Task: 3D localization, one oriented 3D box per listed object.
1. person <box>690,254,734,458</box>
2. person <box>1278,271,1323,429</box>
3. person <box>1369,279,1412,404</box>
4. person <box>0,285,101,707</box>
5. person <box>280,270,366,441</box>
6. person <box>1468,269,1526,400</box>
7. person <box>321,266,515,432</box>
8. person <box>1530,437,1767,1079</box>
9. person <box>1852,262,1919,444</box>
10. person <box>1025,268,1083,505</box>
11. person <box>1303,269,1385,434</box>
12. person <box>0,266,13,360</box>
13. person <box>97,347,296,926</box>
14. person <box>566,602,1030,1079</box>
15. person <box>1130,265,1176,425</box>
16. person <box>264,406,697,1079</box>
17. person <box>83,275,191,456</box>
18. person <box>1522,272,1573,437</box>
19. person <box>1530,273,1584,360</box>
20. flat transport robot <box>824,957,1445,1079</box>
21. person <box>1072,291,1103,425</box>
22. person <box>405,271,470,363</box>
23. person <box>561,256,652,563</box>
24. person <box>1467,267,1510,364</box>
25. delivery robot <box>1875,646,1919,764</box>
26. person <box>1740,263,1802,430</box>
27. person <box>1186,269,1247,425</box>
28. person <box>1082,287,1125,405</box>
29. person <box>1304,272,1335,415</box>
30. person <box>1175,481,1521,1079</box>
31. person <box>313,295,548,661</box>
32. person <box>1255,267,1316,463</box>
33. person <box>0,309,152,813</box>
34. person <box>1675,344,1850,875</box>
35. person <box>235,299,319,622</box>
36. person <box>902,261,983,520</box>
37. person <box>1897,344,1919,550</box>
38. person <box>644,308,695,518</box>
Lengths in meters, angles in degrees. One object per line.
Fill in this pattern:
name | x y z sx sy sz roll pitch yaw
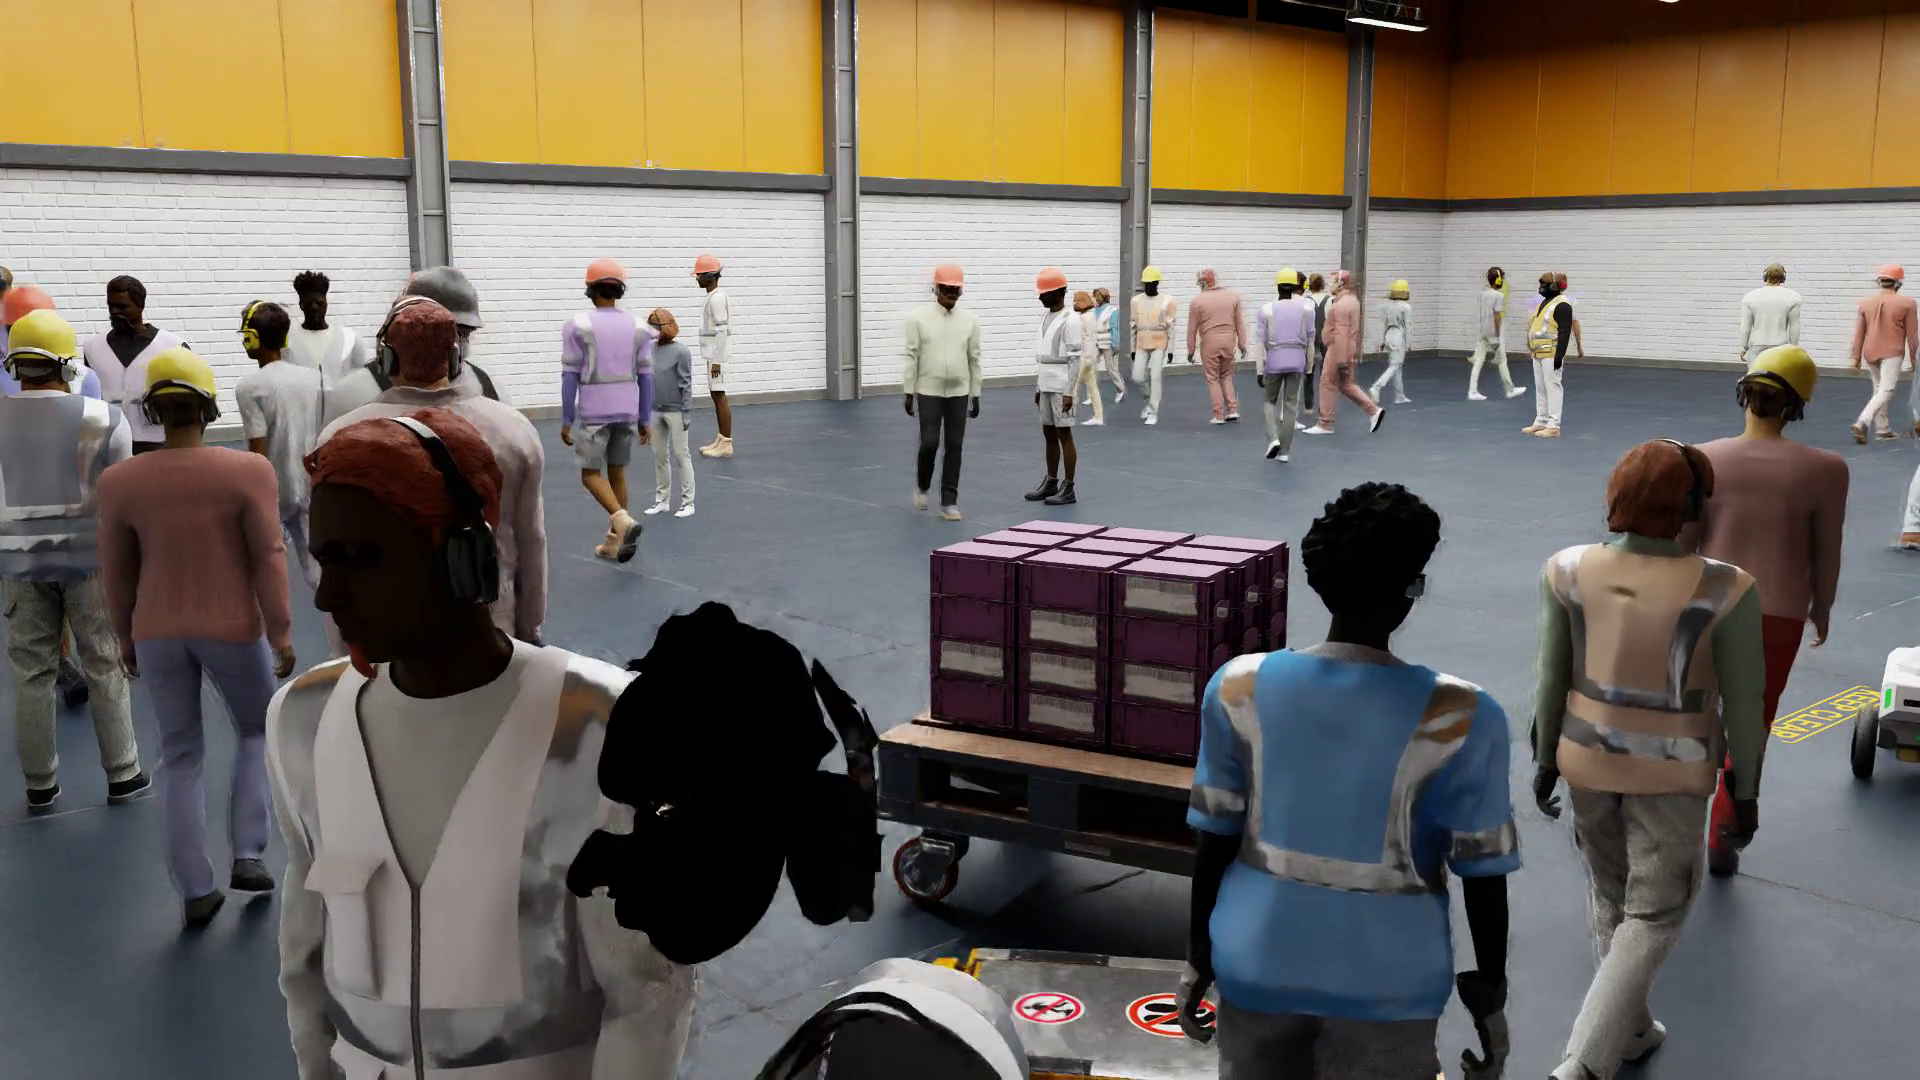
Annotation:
person | -2.498 -1.846 16.747 0.395 2.038 0.615 -2 10 -12
person | 3.973 -2.214 19.489 0.498 1.843 0.549 -9 13 -42
person | 5.919 -2.706 22.753 0.789 1.715 0.491 -6 11 -30
person | -4.137 -0.204 7.583 0.565 1.882 0.975 -9 13 -42
person | -4.062 -0.739 10.566 0.611 1.943 0.805 -5 11 -27
person | 7.570 -2.886 23.448 0.946 1.825 0.560 -4 10 -22
person | -1.897 0.014 5.857 0.695 2.000 0.932 -8 12 -39
person | 1.575 0.565 3.898 0.779 1.608 0.526 -9 14 -44
person | 9.974 -2.015 17.999 0.956 1.966 0.608 -6 11 -30
person | 0.763 -1.247 13.573 0.374 1.927 0.542 -5 11 -27
person | 4.371 -2.117 18.814 0.809 1.878 0.649 5 11 26
person | -8.868 -1.592 15.559 0.635 1.937 0.352 8 13 41
person | -2.312 0.293 5.063 0.561 1.743 0.453 -2 10 -10
person | 0.023 0.930 1.022 0.611 1.871 0.582 0 10 -2
person | 2.310 -2.338 20.017 0.596 1.909 0.454 5 11 26
person | -0.569 0.773 2.071 0.593 1.874 0.588 3 10 15
person | -4.617 -0.529 9.401 0.597 1.915 0.370 0 10 -2
person | 6.604 -2.080 18.701 0.429 1.842 0.635 -1 10 -5
person | 7.517 -2.438 20.902 0.883 1.808 0.585 -9 13 -42
flat transport robot | 0.428 1.220 3.970 1.431 0.197 0.652 2 10 9
person | 1.371 -2.152 19.816 0.770 1.602 0.521 1 10 4
person | -4.690 -1.464 14.965 0.918 1.880 0.567 3 10 19
person | -2.253 -0.824 10.794 0.612 2.027 0.727 -7 12 -36
person | 9.956 -4.223 31.325 0.637 1.820 0.743 -5 11 -29
delivery robot | 3.807 0.598 6.510 0.477 0.478 0.707 6 11 31
person | 9.377 -2.227 19.279 0.633 1.939 0.368 5 11 27
person | 3.071 -2.320 20.030 0.708 1.870 0.417 -3 10 -16
person | 1.985 -2.662 22.776 0.521 1.609 0.775 8 13 40
person | 4.494 -2.447 20.893 0.528 1.827 0.752 1 10 6
person | 0.623 0.738 2.760 0.551 1.651 0.800 5 11 28
person | -1.508 0.262 4.787 0.641 1.913 0.407 -6 11 -32
person | 3.184 -1.712 16.332 0.598 1.908 0.421 0 10 3
person | -3.276 0.082 6.067 0.597 1.832 0.404 -3 10 -18
person | 2.572 0.235 5.444 0.529 1.744 0.390 5 11 27
person | -3.114 -0.199 7.742 0.928 1.836 0.522 5 11 25
person | -0.127 -1.140 12.761 0.624 1.982 0.470 -3 10 -17
person | 6.764 -0.876 11.473 0.400 1.907 0.775 9 13 41
person | -2.280 -0.986 12.936 0.498 1.626 0.288 6 11 31
